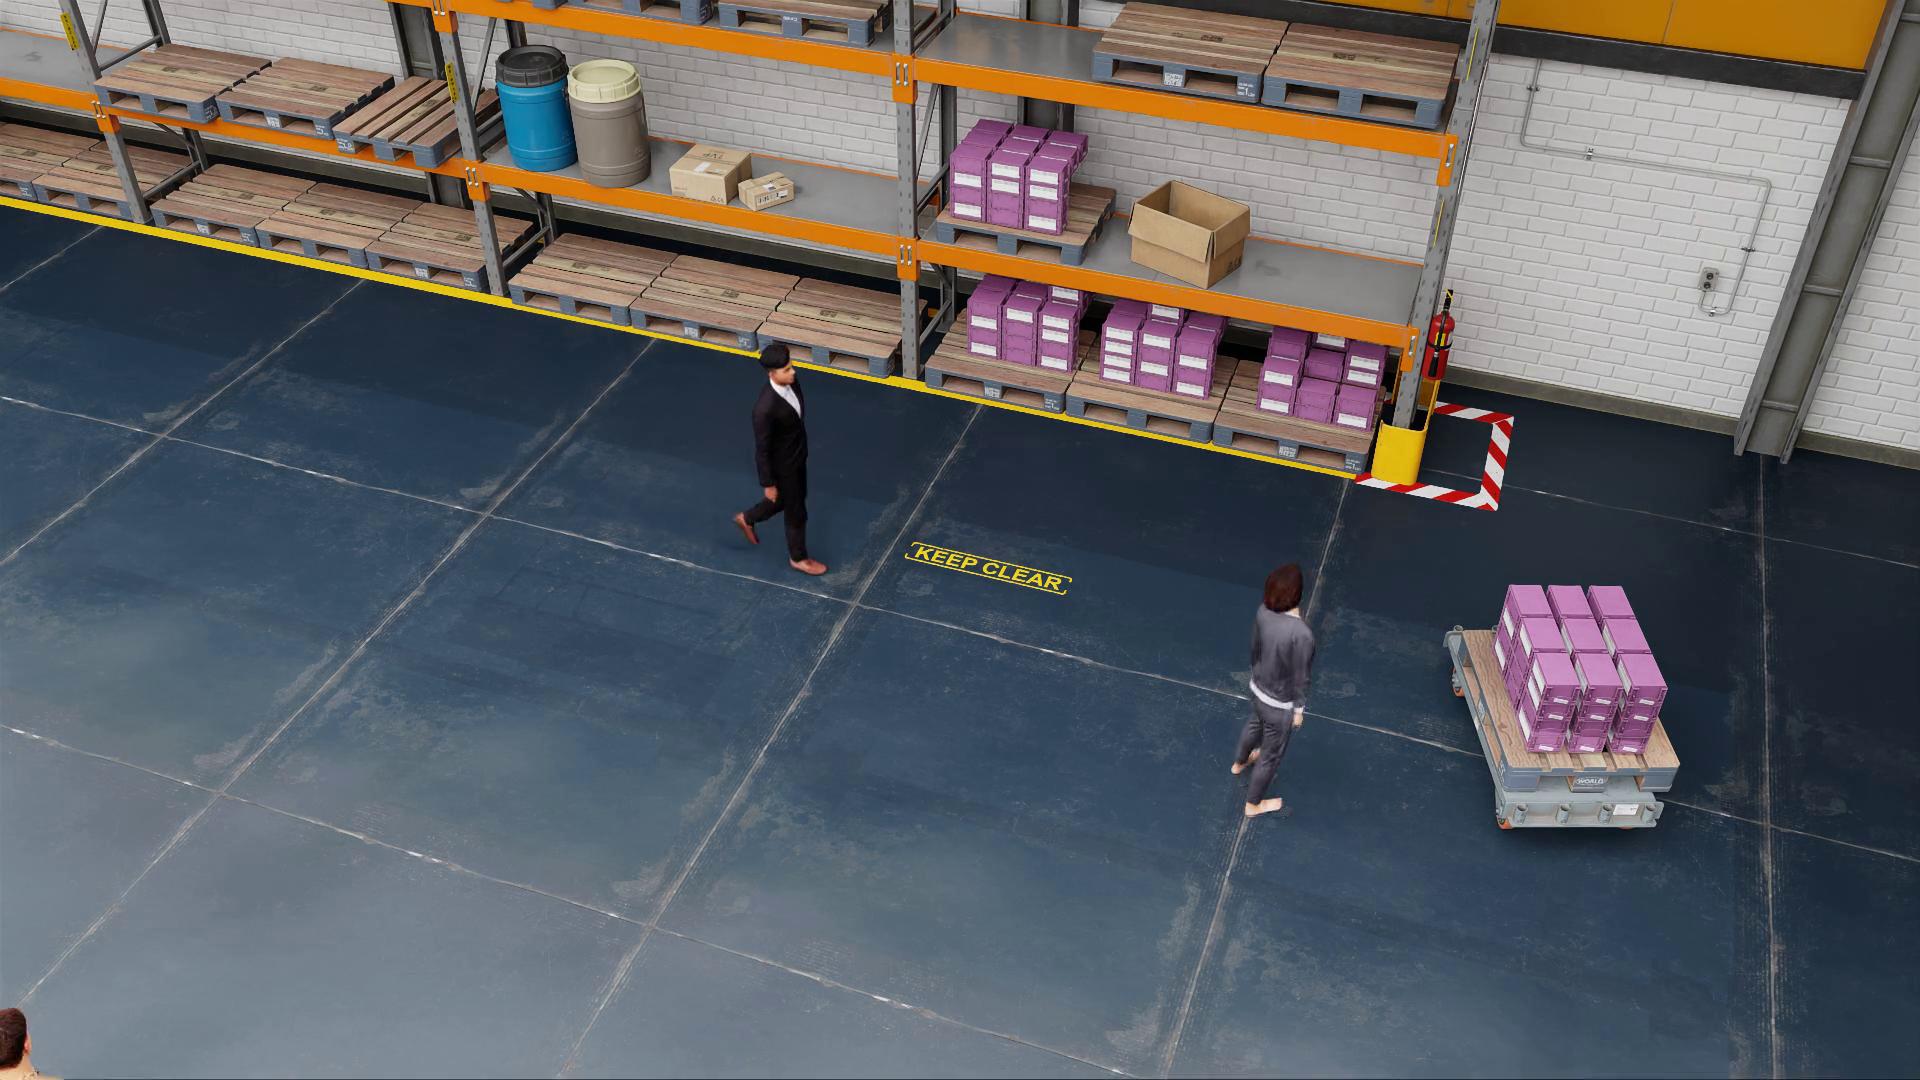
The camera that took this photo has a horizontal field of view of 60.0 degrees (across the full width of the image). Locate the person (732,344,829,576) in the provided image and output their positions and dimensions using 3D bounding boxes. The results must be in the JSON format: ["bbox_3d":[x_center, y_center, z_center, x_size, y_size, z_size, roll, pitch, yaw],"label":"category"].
[{"bbox_3d":[-1.287,-0.574,11.471,0.978,1.870,0.724,11,40,13],"label":"person"}]

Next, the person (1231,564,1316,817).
[{"bbox_3d":[1.844,0.895,9.721,0.840,1.757,0.773,-9,40,-11],"label":"person"}]
